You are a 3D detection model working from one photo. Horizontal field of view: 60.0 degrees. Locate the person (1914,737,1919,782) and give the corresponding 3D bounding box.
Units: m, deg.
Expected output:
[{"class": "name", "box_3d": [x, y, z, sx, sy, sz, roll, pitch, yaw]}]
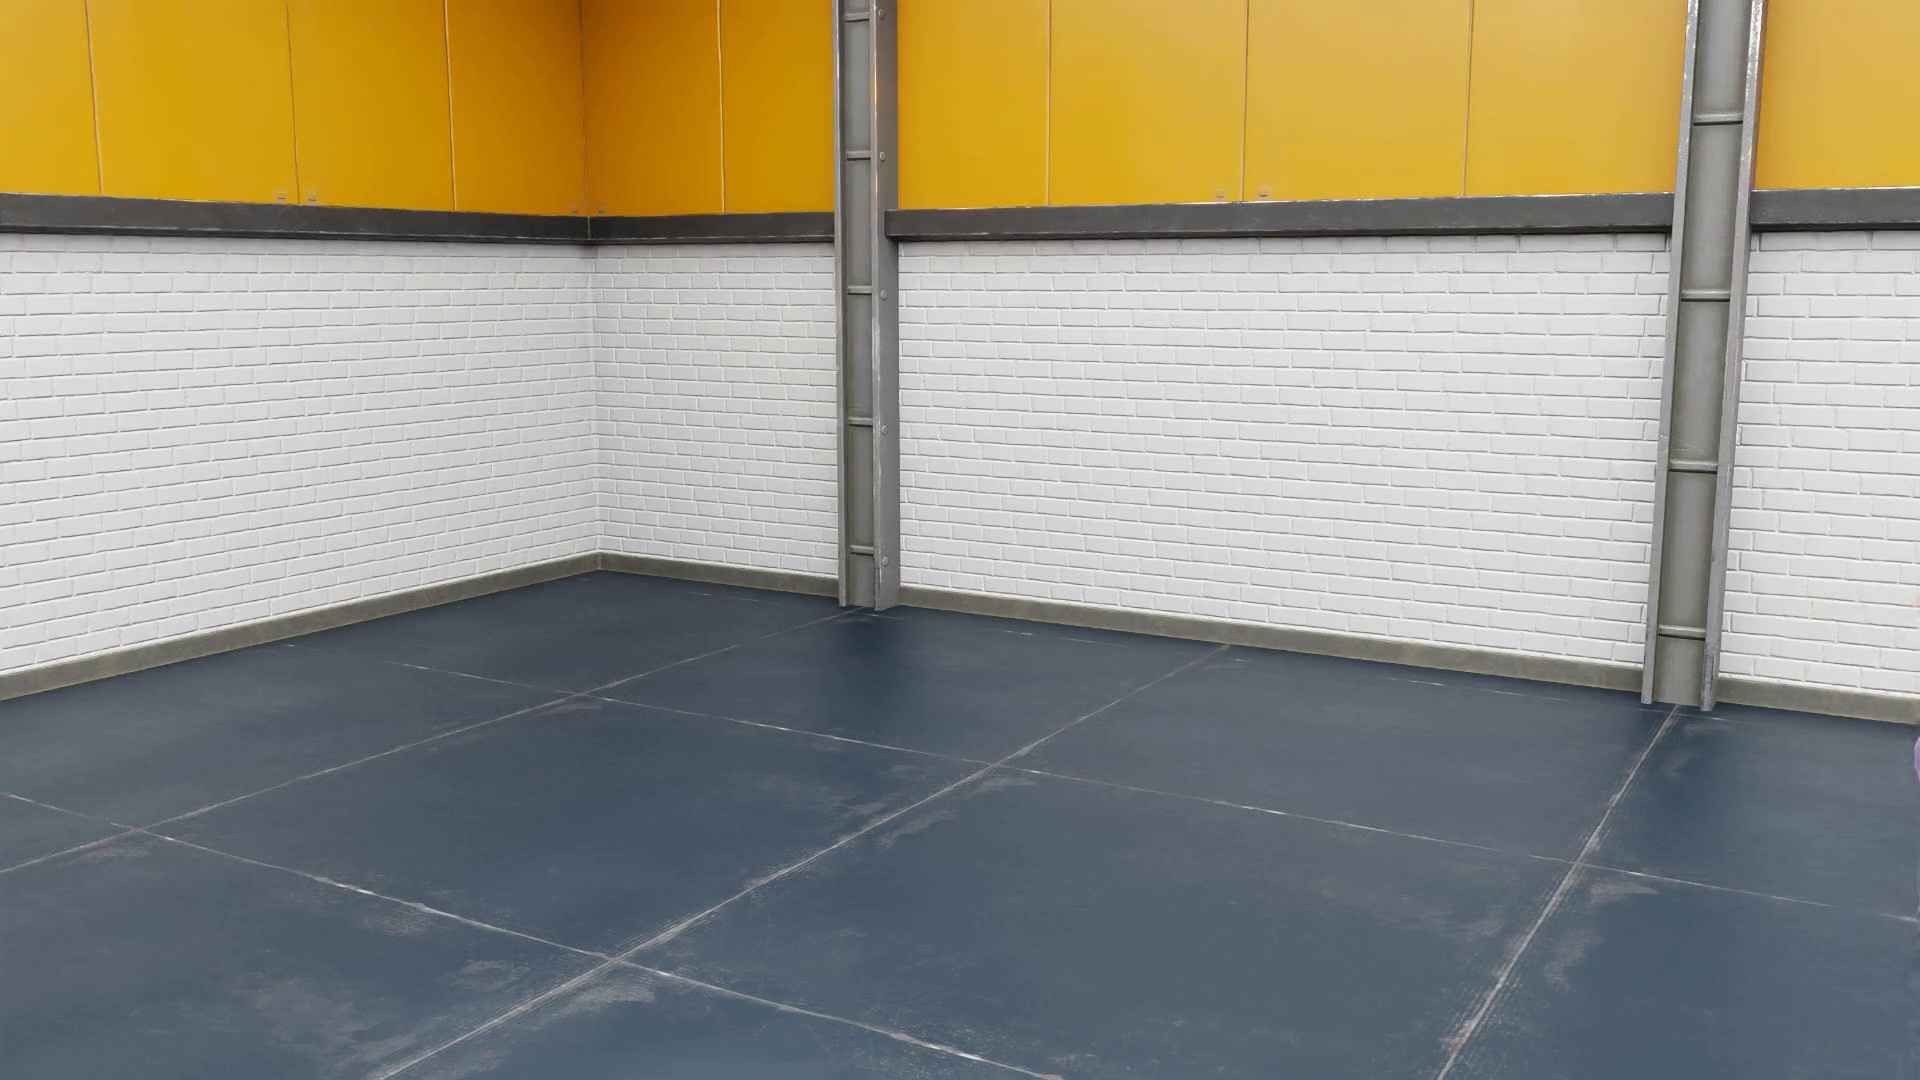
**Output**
[{"class": "person", "box_3d": [2.435, 1.046, 3.737, 0.494, 2.026, 0.624, -2, 9, -15]}]
